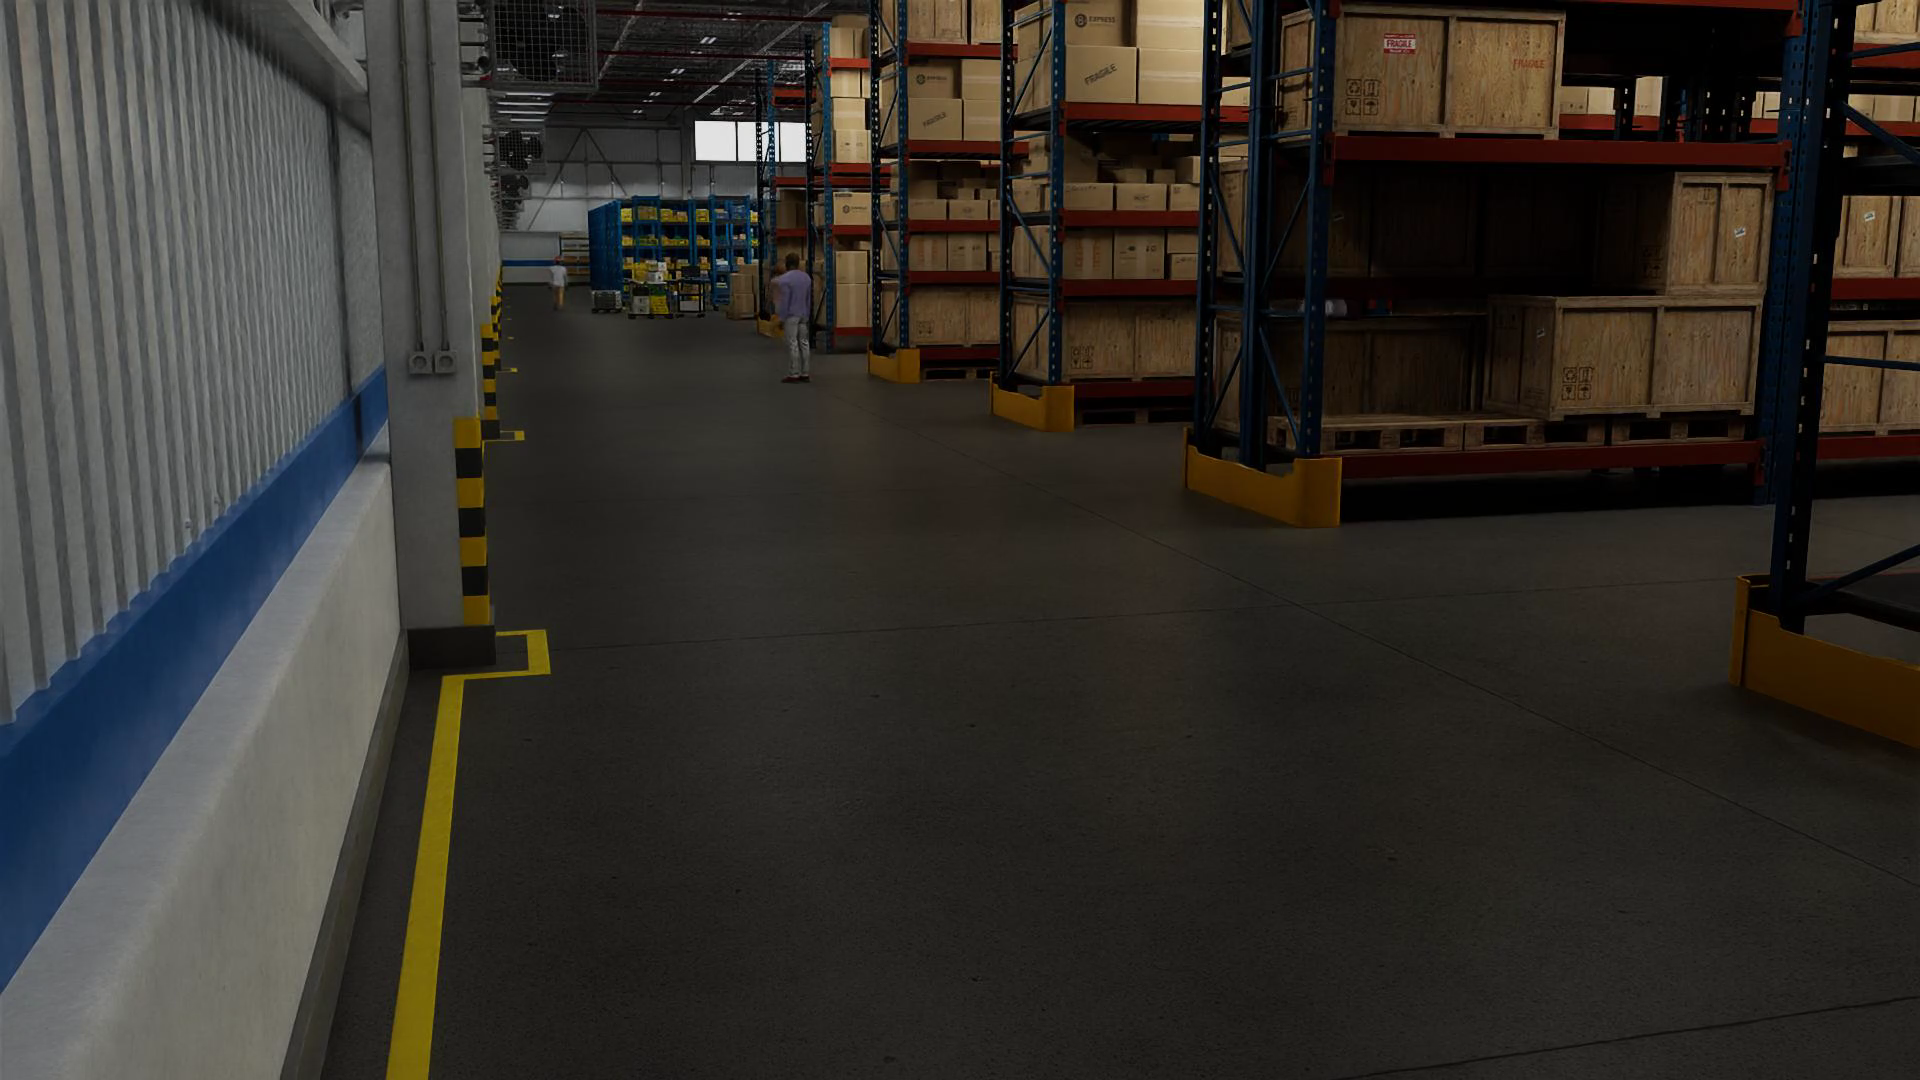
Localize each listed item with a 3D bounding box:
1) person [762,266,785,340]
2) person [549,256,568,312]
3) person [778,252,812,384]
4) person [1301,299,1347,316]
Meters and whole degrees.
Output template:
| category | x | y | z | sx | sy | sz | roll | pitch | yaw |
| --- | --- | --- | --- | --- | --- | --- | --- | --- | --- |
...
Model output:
| category | x | y | z | sx | sy | sz | roll | pitch | yaw |
| --- | --- | --- | --- | --- | --- | --- | --- | --- | --- |
| person | -4.013 | -5.151 | 36.157 | 0.852 | 1.591 | 0.532 | 6 | 11 | 29 |
| person | -12.486 | -7.948 | 51.704 | 0.580 | 1.719 | 0.828 | -3 | 10 | -16 |
| person | -2.449 | -3.287 | 24.653 | 0.355 | 1.938 | 0.634 | 7 | 12 | 36 |
| person | 3.459 | -1.663 | 15.528 | 0.718 | 1.908 | 0.568 | -4 | 11 | -23 |
